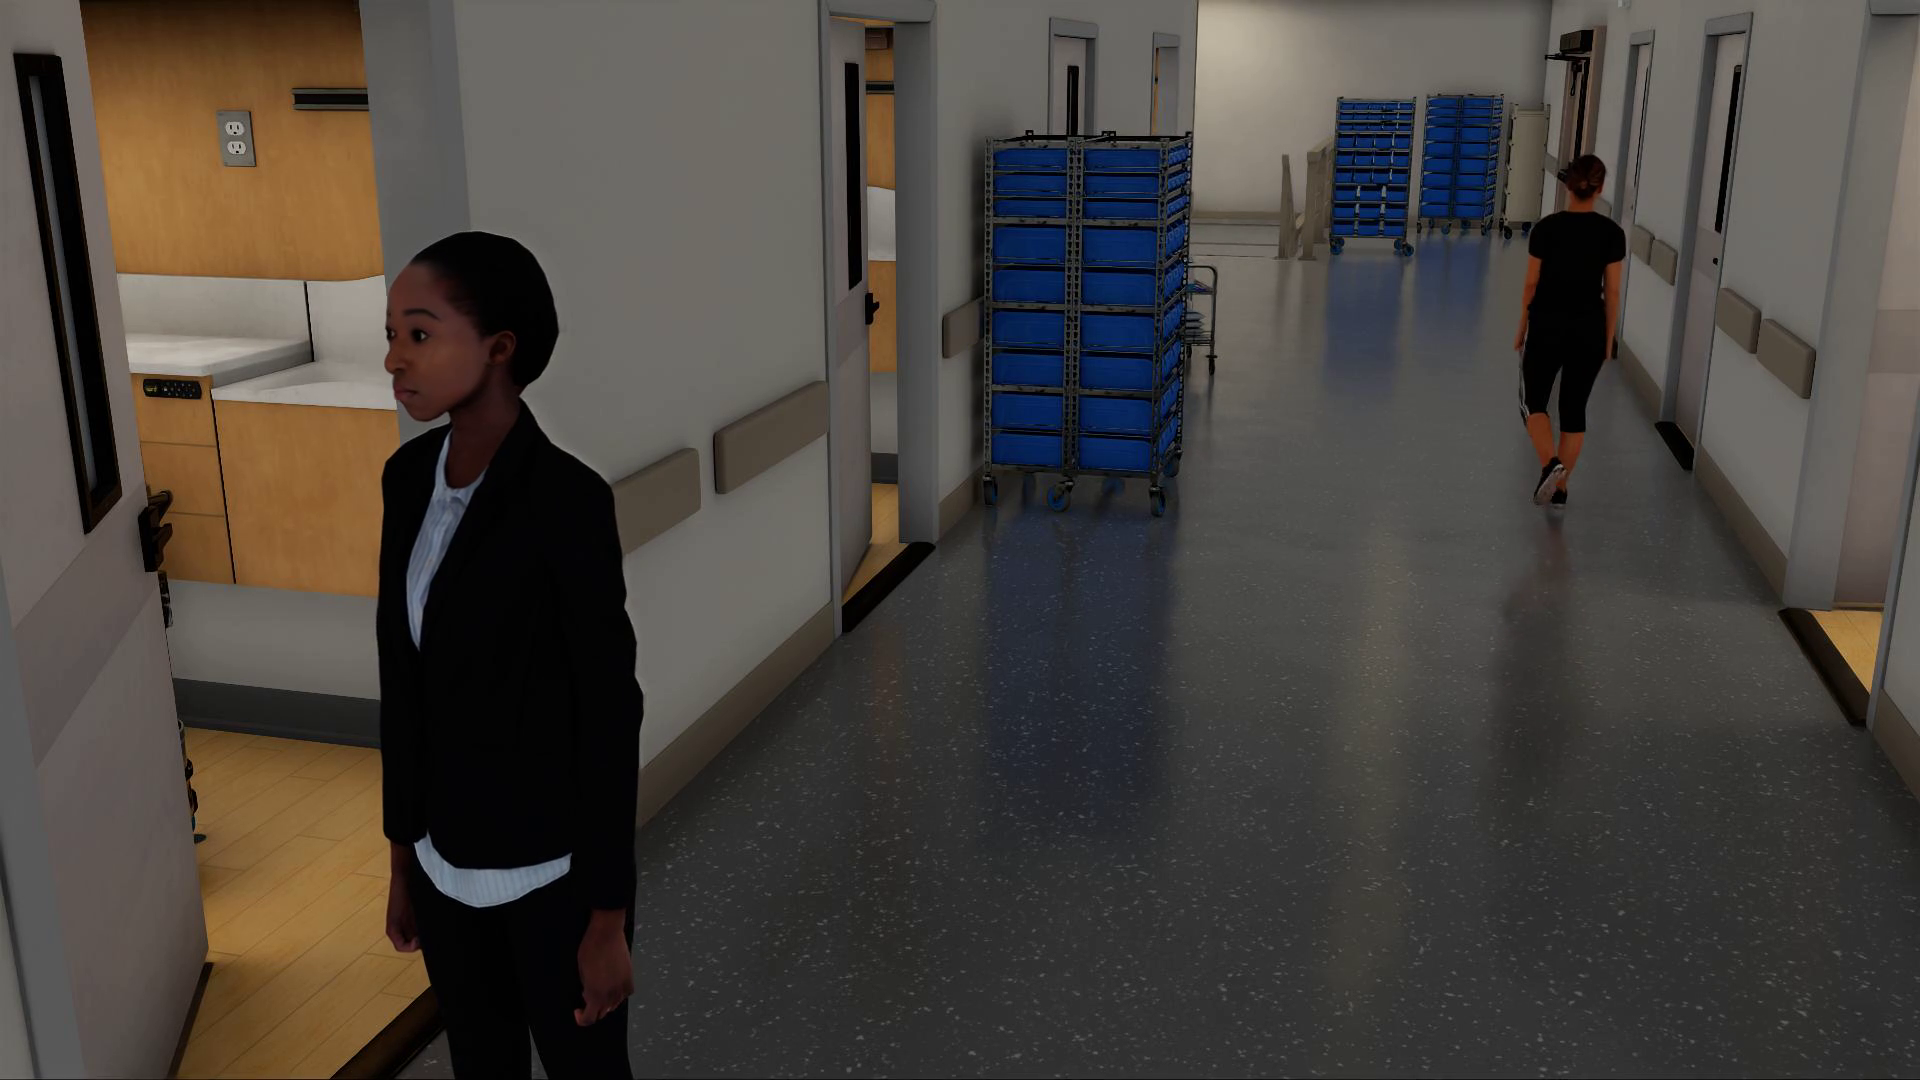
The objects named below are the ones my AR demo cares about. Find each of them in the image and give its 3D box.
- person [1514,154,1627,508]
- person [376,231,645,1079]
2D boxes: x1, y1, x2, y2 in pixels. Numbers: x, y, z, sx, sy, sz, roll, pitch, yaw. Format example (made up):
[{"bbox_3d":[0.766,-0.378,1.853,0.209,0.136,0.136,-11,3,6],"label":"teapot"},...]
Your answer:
[{"bbox_3d":[2.814,-0.931,7.713,0.638,1.656,0.852,3,16,10],"label":"person"},{"bbox_3d":[-0.613,0.494,2.333,0.671,1.834,0.633,10,19,32],"label":"person"}]
